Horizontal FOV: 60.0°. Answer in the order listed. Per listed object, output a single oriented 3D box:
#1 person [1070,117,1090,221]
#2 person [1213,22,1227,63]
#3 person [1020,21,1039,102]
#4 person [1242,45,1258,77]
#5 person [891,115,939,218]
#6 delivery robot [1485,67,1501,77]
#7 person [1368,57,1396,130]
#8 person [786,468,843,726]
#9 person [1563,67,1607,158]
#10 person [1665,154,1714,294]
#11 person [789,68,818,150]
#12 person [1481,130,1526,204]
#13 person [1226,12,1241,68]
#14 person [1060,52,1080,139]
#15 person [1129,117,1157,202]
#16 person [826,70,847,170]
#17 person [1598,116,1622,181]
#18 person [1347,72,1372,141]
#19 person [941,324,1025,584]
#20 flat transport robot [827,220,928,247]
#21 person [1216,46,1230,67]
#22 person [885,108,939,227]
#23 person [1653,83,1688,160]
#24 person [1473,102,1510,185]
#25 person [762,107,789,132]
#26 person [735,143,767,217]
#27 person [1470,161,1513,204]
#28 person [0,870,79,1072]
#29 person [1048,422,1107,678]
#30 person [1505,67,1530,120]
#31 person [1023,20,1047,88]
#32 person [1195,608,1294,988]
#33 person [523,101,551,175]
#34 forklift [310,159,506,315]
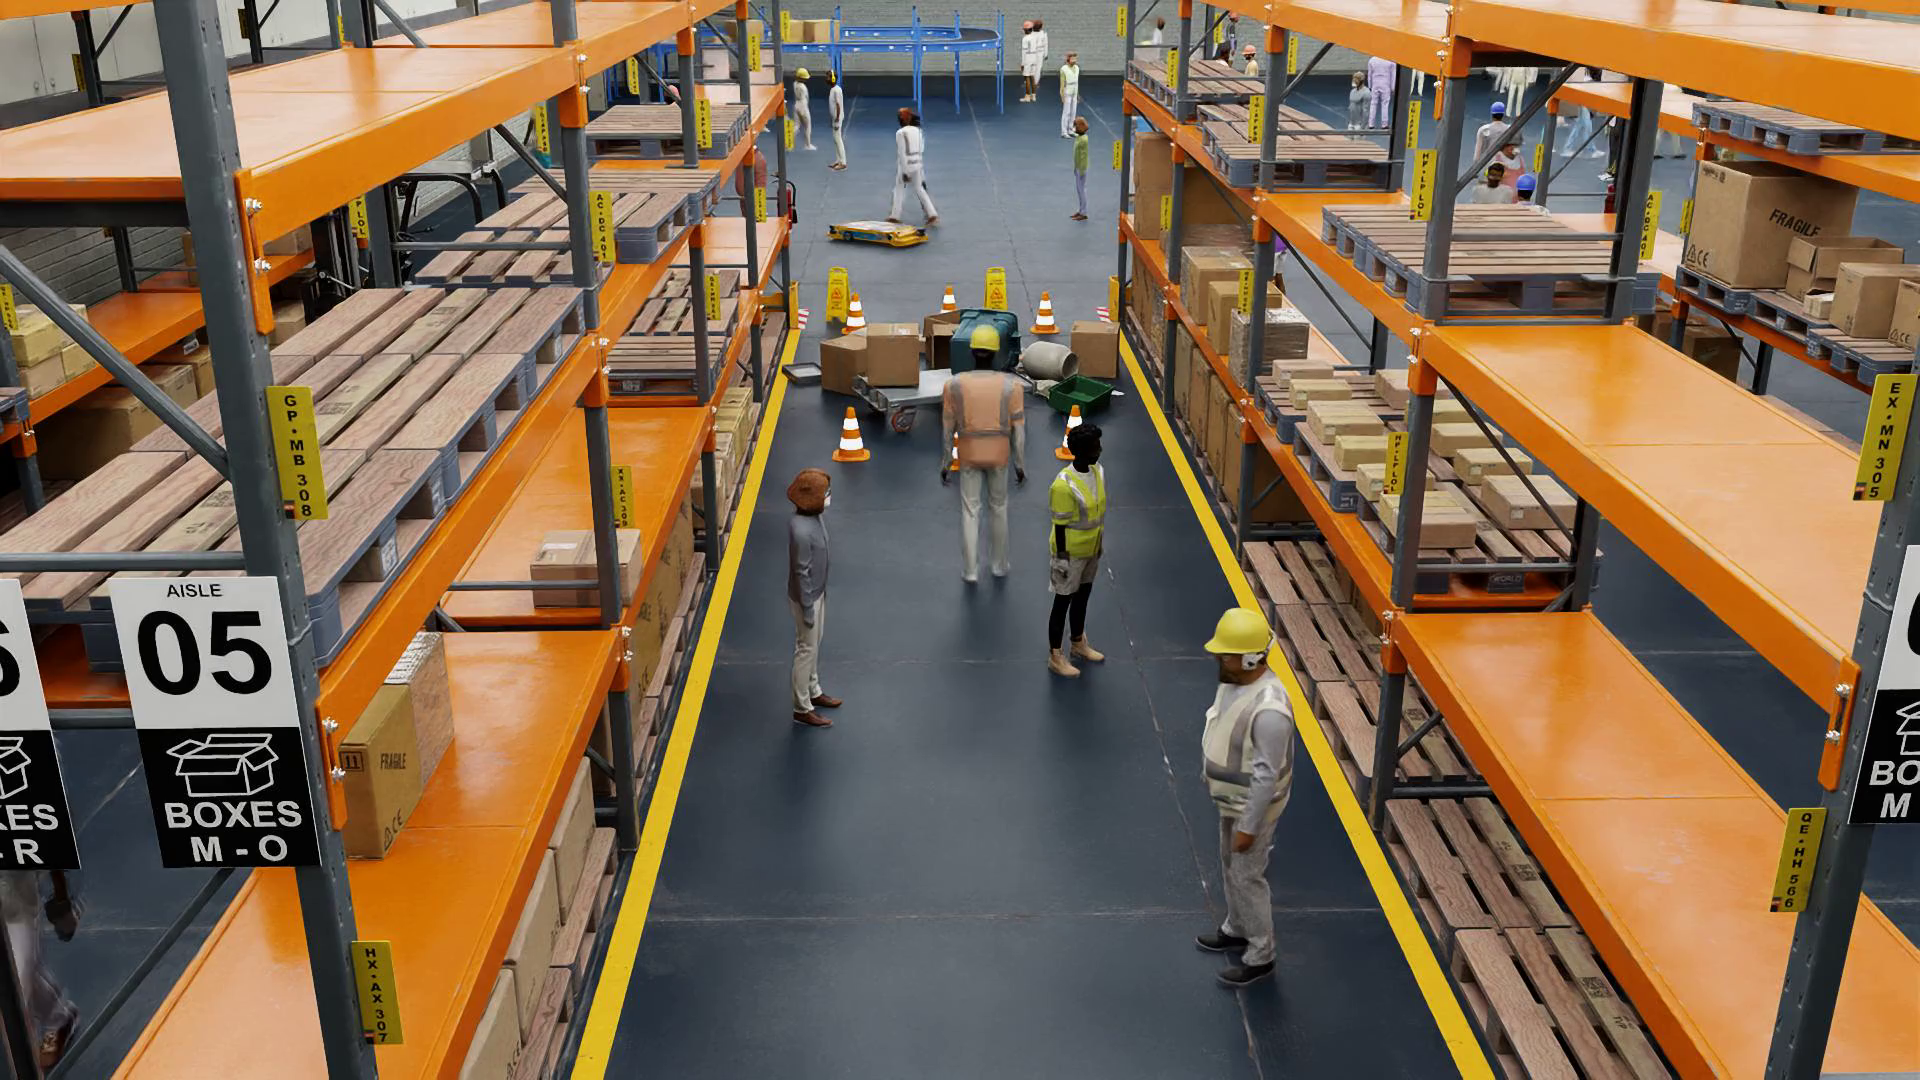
[{"bbox_3d":[1.932,-5.947,26.656,0.279,1.628,0.505,-2,21,-6],"label":"person"},{"bbox_3d":[6.721,-12.528,43.468,0.566,2.000,0.707,18,27,40],"label":"person"},{"bbox_3d":[1.770,-12.422,43.204,0.397,2.037,0.606,15,26,35],"label":"person"},{"bbox_3d":[6.397,-9.964,36.855,0.383,1.929,0.539,2,21,4],"label":"person"},{"bbox_3d":[-0.777,-6.025,26.827,0.912,1.642,0.540,16,26,36],"label":"person"},{"bbox_3d":[15.747,-13.804,48.776,0.477,0.478,0.707,-9,22,-21],"label":"delivery robot"},{"bbox_3d":[9.570,-10.290,37.739,0.643,1.910,0.411,12,24,28],"label":"person"},{"bbox_3d":[-0.892,0.340,10.037,0.295,1.623,0.507,2,21,5],"label":"person"},{"bbox_3d":[12.652,-8.616,33.374,0.955,1.860,0.637,13,24,30],"label":"person"},{"bbox_3d":[9.382,-4.019,21.166,0.679,1.905,0.654,-2,21,-4],"label":"person"},{"bbox_3d":[-3.269,-8.867,34.277,0.708,1.685,0.504,-16,26,-36],"label":"person"},{"bbox_3d":[7.257,-4.475,22.183,0.697,2.000,0.541,-12,24,-28],"label":"person"},{"bbox_3d":[7.773,-14.052,47.492,0.378,2.044,0.608,0,21,1],"label":"person"},{"bbox_3d":[2.381,-9.697,36.280,0.403,1.831,0.572,17,26,37],"label":"person"},{"bbox_3d":[3.055,-6.696,28.350,0.622,1.836,0.431,-6,21,-15],"label":"person"},{"bbox_3d":[-2.392,-8.060,31.917,0.322,1.862,0.496,-6,21,-15],"label":"person"},{"bbox_3d":[12.078,-7.579,30.573,0.386,1.910,0.590,5,21,13],"label":"person"},{"bbox_3d":[7.365,-7.687,30.834,0.374,1.929,0.634,-6,22,-16],"label":"person"},{"bbox_3d":[0.173,-0.618,12.181,0.598,1.934,0.436,0,21,-1],"label":"person"},{"bbox_3d":[-1.247,-4.640,25.080,1.431,0.197,0.652,13,24,32],"label":"flat transport robot"},{"bbox_3d":[5.753,-9.931,36.794,0.399,1.909,0.599,-6,21,-15],"label":"person"},{"bbox_3d":[-0.731,-5.832,26.073,0.979,1.839,0.596,16,26,36],"label":"person"},{"bbox_3d":[14.185,-8.459,33.038,0.830,1.794,0.612,-6,22,-15],"label":"person"},{"bbox_3d":[8.292,-5.820,25.888,0.604,1.938,0.427,1,21,2],"label":"person"},{"bbox_3d":[-4.156,-10.002,37.423,0.872,1.607,0.522,-4,21,-11],"label":"person"},{"bbox_3d":[-2.895,-4.682,22.919,0.402,1.904,0.652,-11,23,-27],"label":"person"},{"bbox_3d":[6.528,-3.779,20.612,0.628,1.845,0.490,11,23,26],"label":"person"},{"bbox_3d":[-3.874,1.517,6.676,0.524,1.816,1.026,-2,21,-6],"label":"person"},{"bbox_3d":[0.757,0.051,10.706,0.319,1.693,0.535,14,25,33],"label":"person"},{"bbox_3d":[13.222,-10.795,39.455,0.507,1.631,0.269,5,21,14],"label":"person"},{"bbox_3d":[2.139,-13.623,46.640,0.628,1.853,0.464,-1,21,-2],"label":"person"},{"bbox_3d":[1.291,1.158,7.603,0.410,1.819,0.610,-3,21,-9],"label":"person"},{"bbox_3d":[-7.519,-7.165,29.597,0.620,1.821,0.556,3,21,7],"label":"person"},{"bbox_3d":[-5.622,-2.910,17.832,2.313,2.155,1.214,-1,21,-1],"label":"forklift"}]
